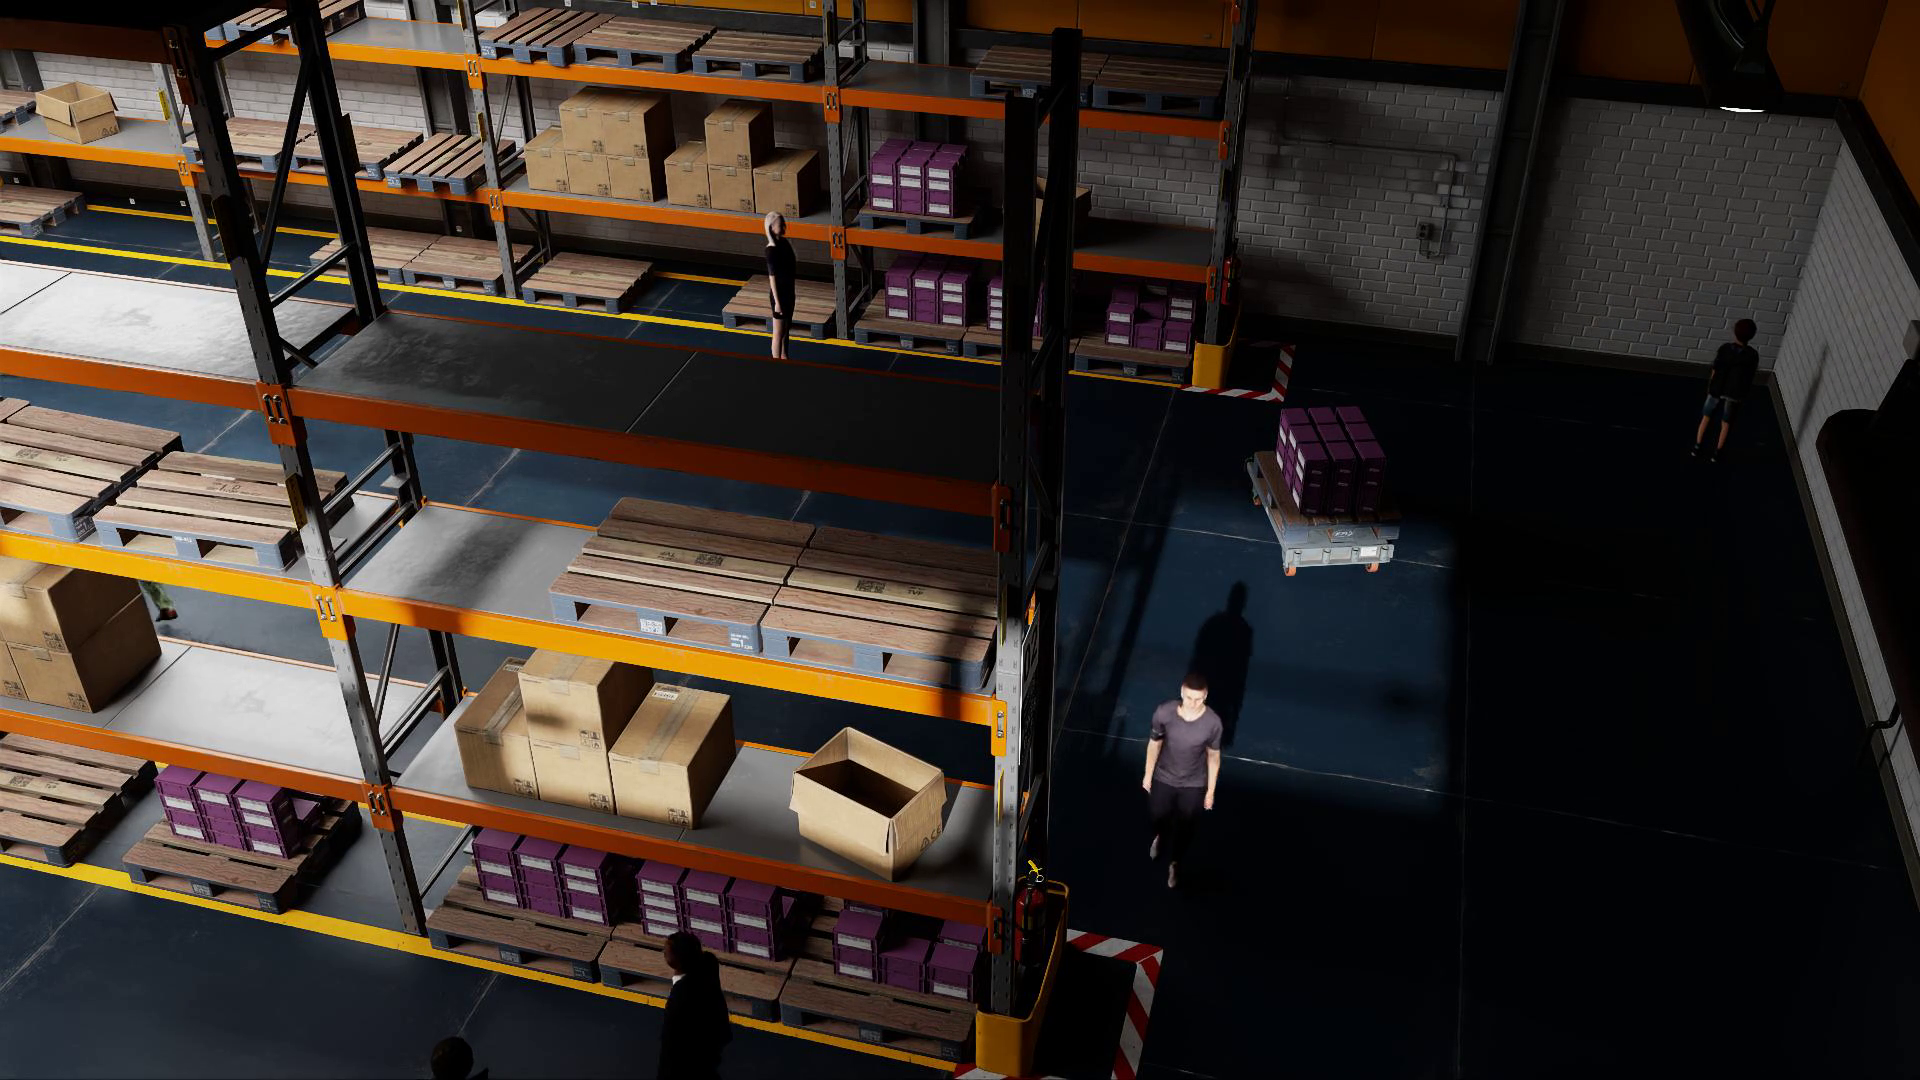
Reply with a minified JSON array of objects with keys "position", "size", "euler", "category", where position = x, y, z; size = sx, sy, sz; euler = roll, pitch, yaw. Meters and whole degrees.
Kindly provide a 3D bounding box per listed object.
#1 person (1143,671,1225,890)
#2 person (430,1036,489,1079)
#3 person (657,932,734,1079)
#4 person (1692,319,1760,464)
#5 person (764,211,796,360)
[{"position":[1.475,1.528,11.039],"size":[0.622,1.752,0.720],"euler":[7,34,10],"category":"person"},{"position":[-2.535,3.204,8.602],"size":[0.591,1.659,0.659],"euler":[25,41,32],"category":"person"},{"position":[-1.348,2.838,9.069],"size":[1.155,1.752,0.684],"euler":[8,34,12],"category":"person"},{"position":[7.268,-1.425,15.759],"size":[0.538,1.446,0.652],"euler":[20,39,28],"category":"person"},{"position":[-1.827,-2.490,17.014],"size":[0.483,1.830,0.570],"euler":[8,35,12],"category":"person"}]
